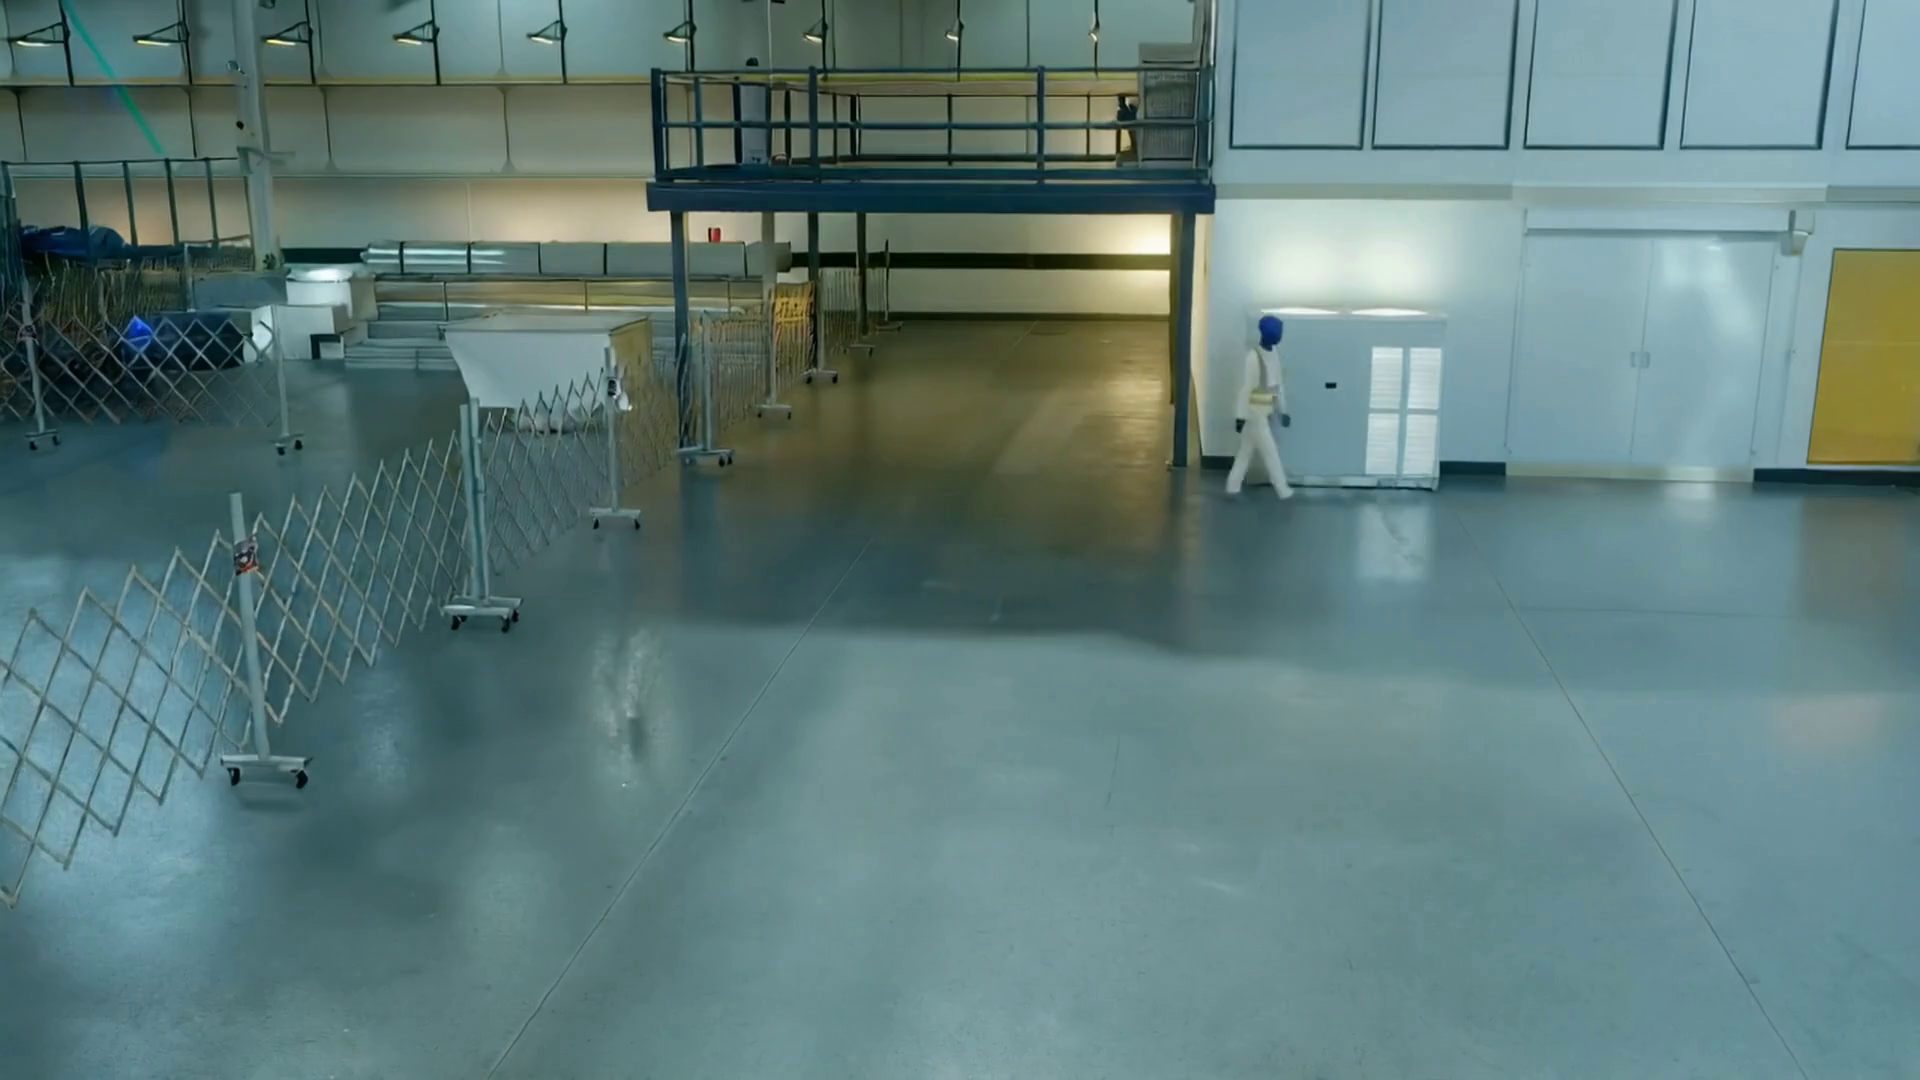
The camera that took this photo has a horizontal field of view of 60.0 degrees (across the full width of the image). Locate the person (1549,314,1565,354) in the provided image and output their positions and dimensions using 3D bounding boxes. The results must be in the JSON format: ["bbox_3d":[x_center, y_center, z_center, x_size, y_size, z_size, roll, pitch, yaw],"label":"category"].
[{"bbox_3d":[7.864,-2.514,21.688,0.633,1.611,0.525,-2,14,-9],"label":"person"}]

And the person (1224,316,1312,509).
[{"bbox_3d":[2.982,-1.215,15.933,0.974,1.832,0.578,8,16,30],"label":"person"}]
